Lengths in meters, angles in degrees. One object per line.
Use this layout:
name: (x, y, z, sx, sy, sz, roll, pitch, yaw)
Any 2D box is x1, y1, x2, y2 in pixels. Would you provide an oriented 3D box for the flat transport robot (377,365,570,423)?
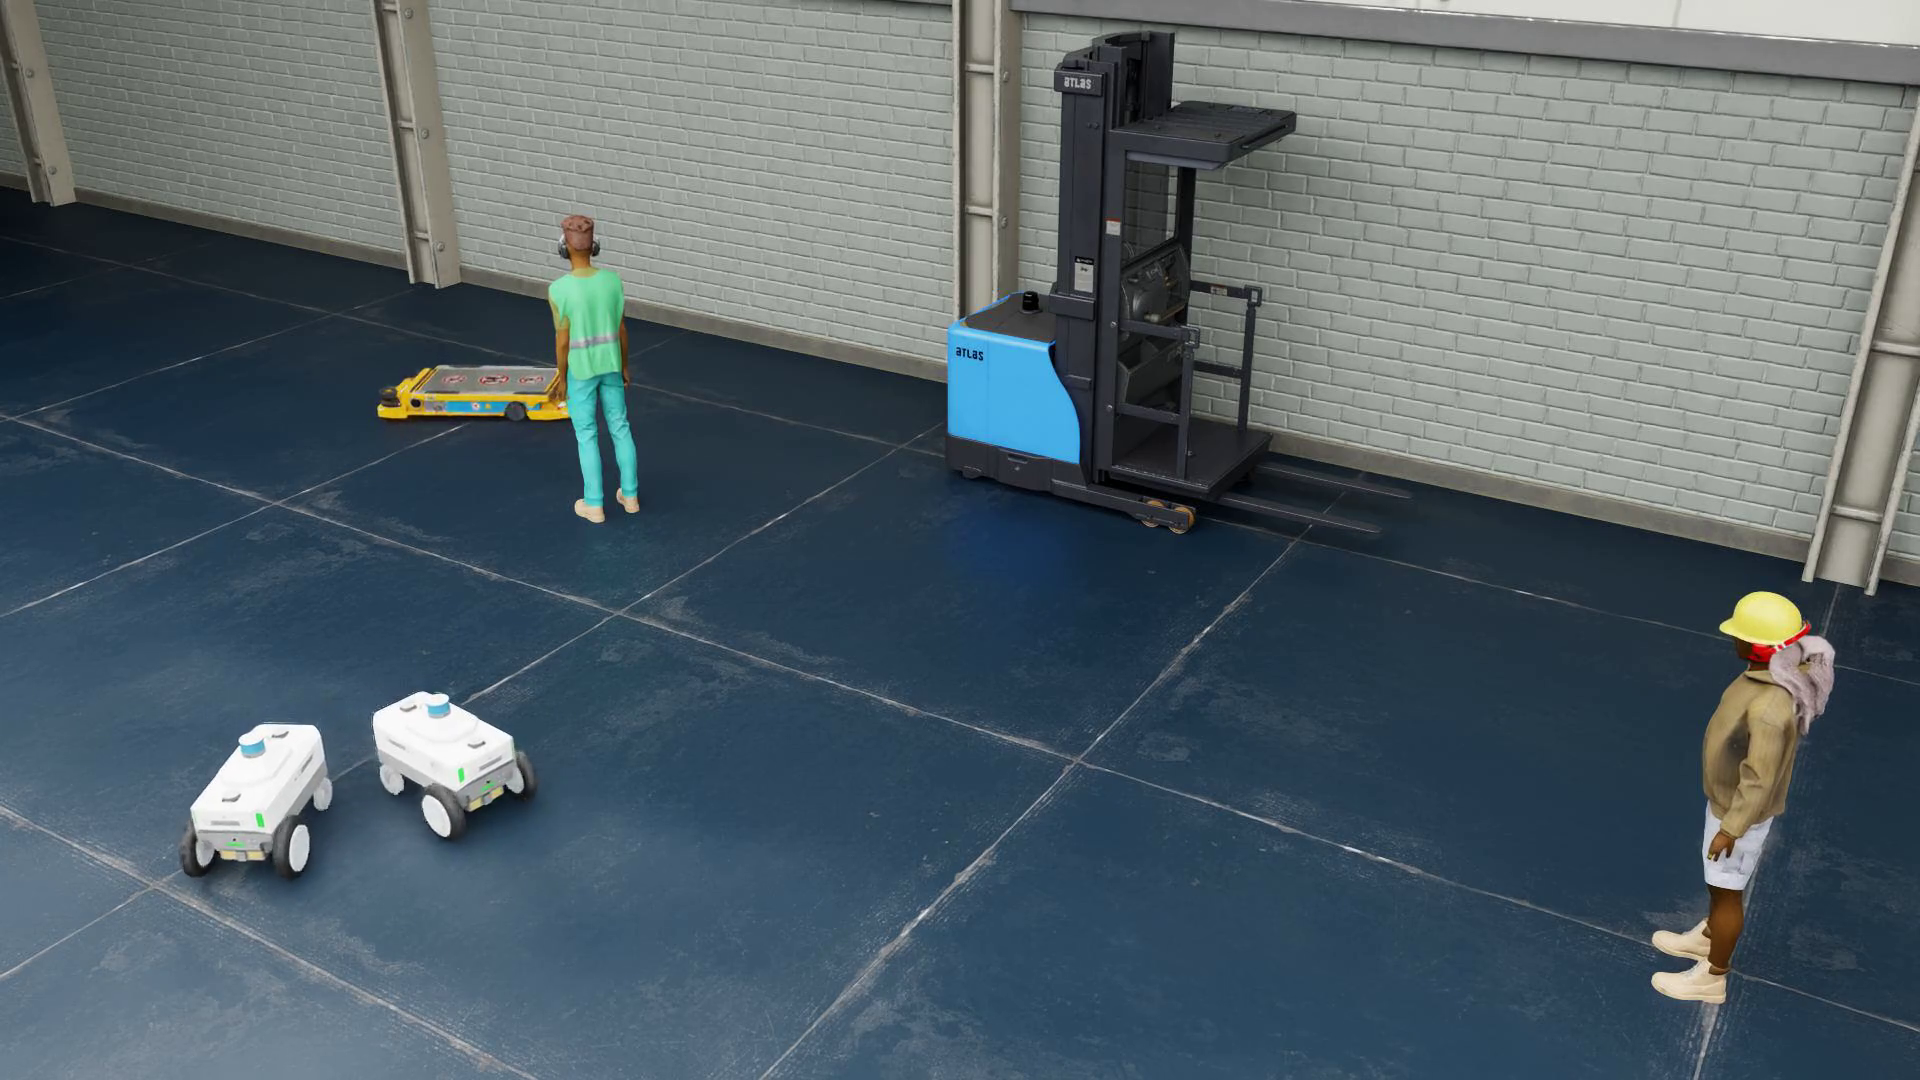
flat transport robot: (-3.603, -1.113, 12.612, 1.431, 0.231, 0.659, 1, 25, 2)

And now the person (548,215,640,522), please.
person: (-2.312, -1.066, 10.517, 0.488, 1.977, 0.383, -17, 30, -31)

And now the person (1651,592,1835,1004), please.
person: (3.005, 1.002, 6.397, 0.412, 1.756, 0.544, 11, 27, 22)

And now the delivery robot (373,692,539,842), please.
delivery robot: (-2.394, 1.018, 7.792, 0.815, 0.614, 0.499, 18, 31, 34)

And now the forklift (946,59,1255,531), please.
forklift: (0.933, -1.707, 10.833, 1.873, 2.768, 1.129, 15, 29, 28)

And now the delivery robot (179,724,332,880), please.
delivery robot: (-3.144, 1.158, 7.484, 0.499, 0.602, 0.801, 1, 25, 2)
